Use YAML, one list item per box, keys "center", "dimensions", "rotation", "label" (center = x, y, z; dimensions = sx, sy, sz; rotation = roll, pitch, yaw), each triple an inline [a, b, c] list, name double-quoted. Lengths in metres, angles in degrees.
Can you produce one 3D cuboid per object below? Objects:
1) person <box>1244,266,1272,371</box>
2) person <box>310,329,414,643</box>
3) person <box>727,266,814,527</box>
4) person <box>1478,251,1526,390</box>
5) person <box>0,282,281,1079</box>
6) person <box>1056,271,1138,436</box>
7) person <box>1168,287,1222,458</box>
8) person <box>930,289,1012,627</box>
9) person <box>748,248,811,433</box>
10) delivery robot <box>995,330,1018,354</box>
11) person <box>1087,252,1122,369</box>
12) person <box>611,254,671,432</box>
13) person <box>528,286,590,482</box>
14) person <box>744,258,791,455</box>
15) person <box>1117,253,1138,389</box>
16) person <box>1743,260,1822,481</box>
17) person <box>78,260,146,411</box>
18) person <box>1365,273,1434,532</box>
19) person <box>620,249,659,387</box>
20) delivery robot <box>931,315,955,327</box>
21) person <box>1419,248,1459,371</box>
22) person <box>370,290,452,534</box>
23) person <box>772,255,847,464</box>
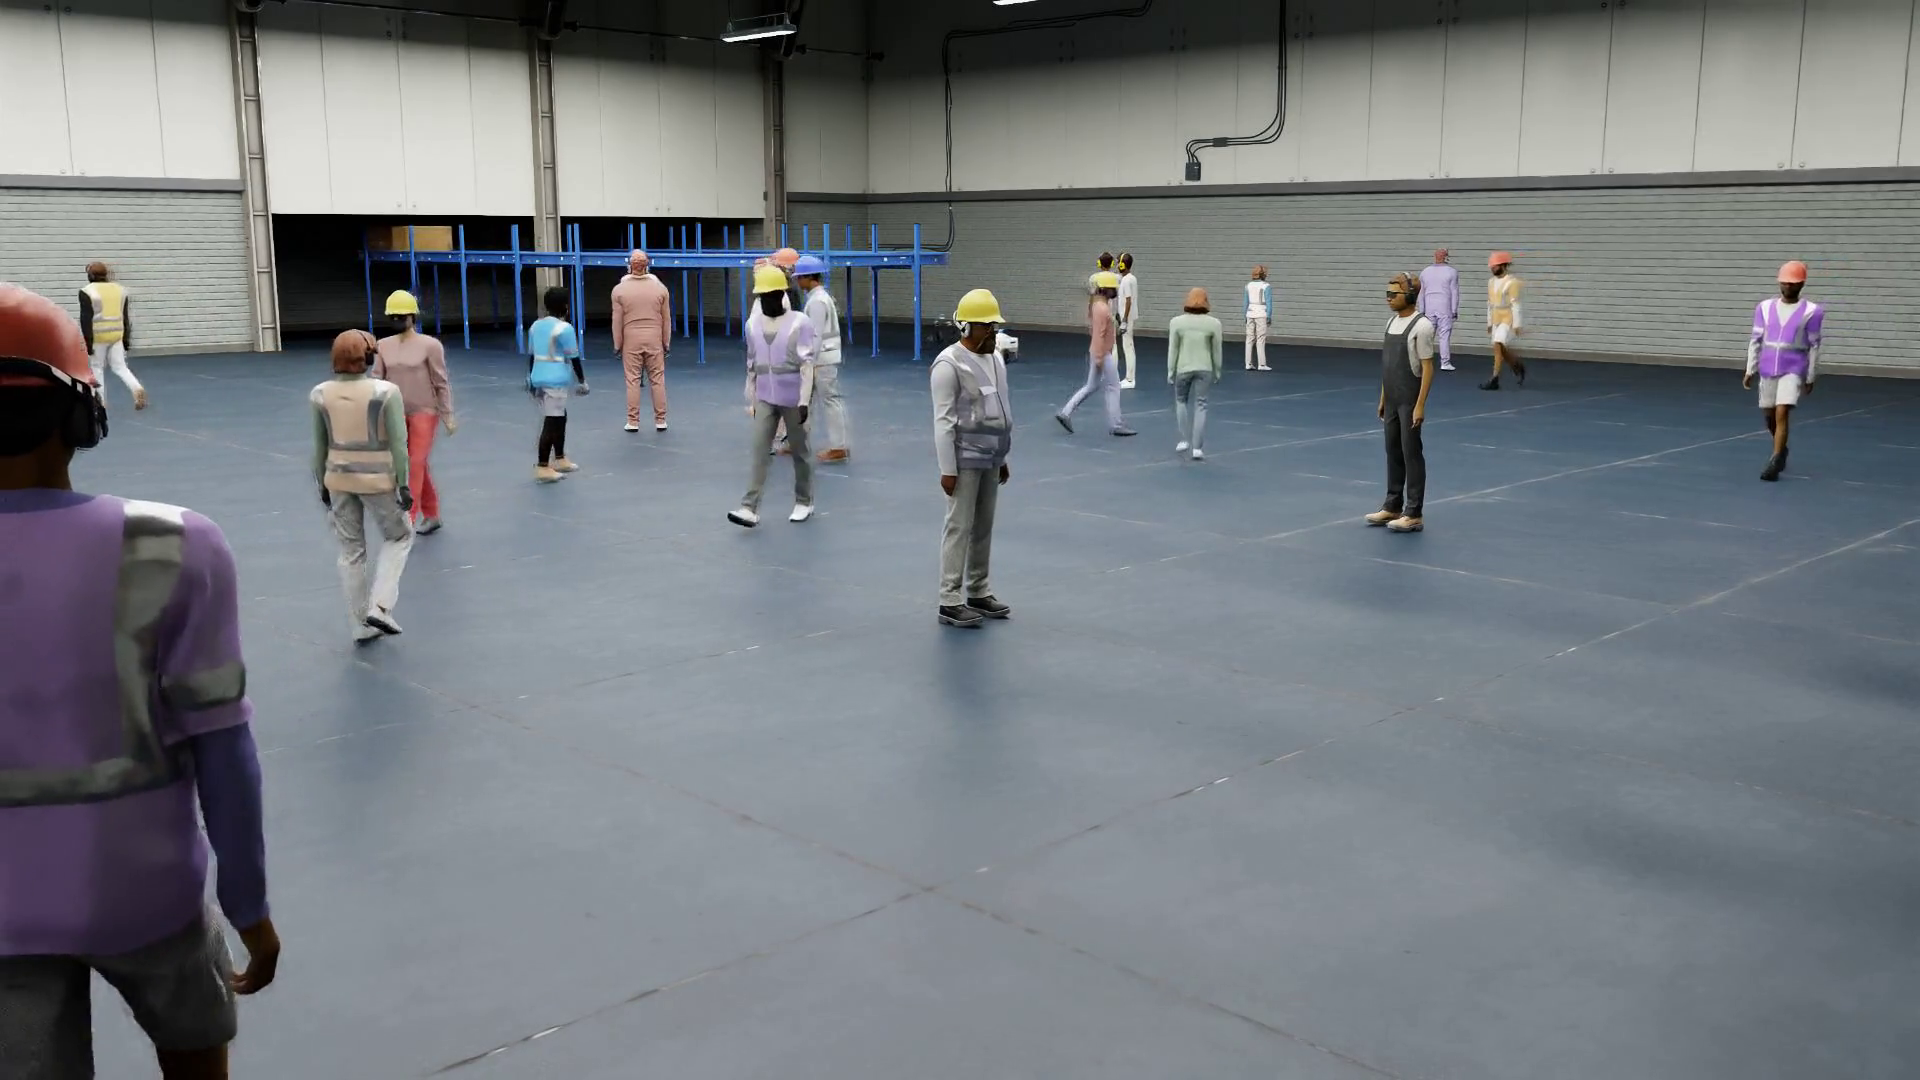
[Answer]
- center: [4.668, -3.474, 26.077]
  dimensions: [0.313, 1.637, 0.514]
  rotation: [-9, 13, -39]
  label: "person"
- center: [-3.086, -0.274, 8.627]
  dimensions: [0.536, 1.625, 0.370]
  rotation: [1, 10, 7]
  label: "person"
- center: [-1.337, -1.028, 12.071]
  dimensions: [0.613, 1.876, 0.966]
  rotation: [4, 11, 21]
  label: "person"
- center: [7.586, -3.044, 23.041]
  dimensions: [0.832, 1.901, 0.586]
  rotation: [-4, 11, -22]
  label: "person"
- center: [-1.523, 0.579, 2.884]
  dimensions: [0.648, 2.029, 0.571]
  rotation: [-3, 11, -16]
  label: "person"
- center: [1.445, -1.983, 17.665]
  dimensions: [0.825, 1.736, 0.521]
  rotation: [0, 10, 1]
  label: "person"
- center: [2.254, -1.613, 15.999]
  dimensions: [0.516, 1.612, 0.643]
  rotation: [1, 10, 7]
  label: "person"
- center: [0.081, -0.452, 9.100]
  dimensions: [0.404, 1.825, 0.598]
  rotation: [7, 12, 32]
  label: "person"
- center: [-1.916, -2.086, 17.560]
  dimensions: [0.657, 1.981, 0.615]
  rotation: [-6, 12, -28]
  label: "person"
- center: [0.677, -3.267, 27.758]
  dimensions: [0.477, 0.478, 0.707]
  rotation: [6, 12, 29]
  label: "delivery robot"
- center: [2.112, -3.250, 24.220]
  dimensions: [0.533, 1.868, 0.310]
  rotation: [-1, 10, -8]
  label: "person"
- center: [-3.451, -2.135, 18.030]
  dimensions: [0.639, 1.911, 0.406]
  rotation: [-4, 11, -19]
  label: "person"
- center: [-3.457, -1.356, 14.426]
  dimensions: [0.537, 1.670, 0.677]
  rotation: [10, 14, 43]
  label: "person"
- center: [-1.864, -1.768, 16.058]
  dimensions: [0.425, 1.891, 0.671]
  rotation: [-4, 11, -22]
  label: "person"
- center: [2.305, -3.046, 23.123]
  dimensions: [0.334, 1.865, 0.517]
  rotation: [3, 11, 14]
  label: "person"
- center: [7.274, -1.512, 14.669]
  dimensions: [0.546, 1.904, 0.930]
  rotation: [10, 14, 43]
  label: "person"
- center: [-10.055, -2.382, 19.640]
  dimensions: [0.759, 1.822, 0.632]
  rotation: [5, 11, 24]
  label: "person"
- center: [3.193, -0.995, 11.985]
  dimensions: [0.328, 1.844, 0.511]
  rotation: [-3, 11, -18]
  label: "person"
- center: [-4.455, -3.105, 23.278]
  dimensions: [0.559, 1.923, 0.645]
  rotation: [-4, 11, -23]
  label: "person"
- center: [-0.339, -4.357, 32.990]
  dimensions: [0.335, 0.223, 0.698]
  rotation: [-6, 12, -29]
  label: "delivery robot"
- center: [7.536, -3.619, 26.126]
  dimensions: [0.637, 1.911, 0.403]
  rotation: [9, 14, 40]
  label: "person"
- center: [-3.855, -0.854, 11.526]
  dimensions: [0.552, 1.718, 0.880]
  rotation: [2, 11, 12]
  label: "person"
- center: [-1.441, -1.667, 15.432]
  dimensions: [0.796, 1.916, 0.640]
  rotation: [-2, 11, -10]
  label: "person"
